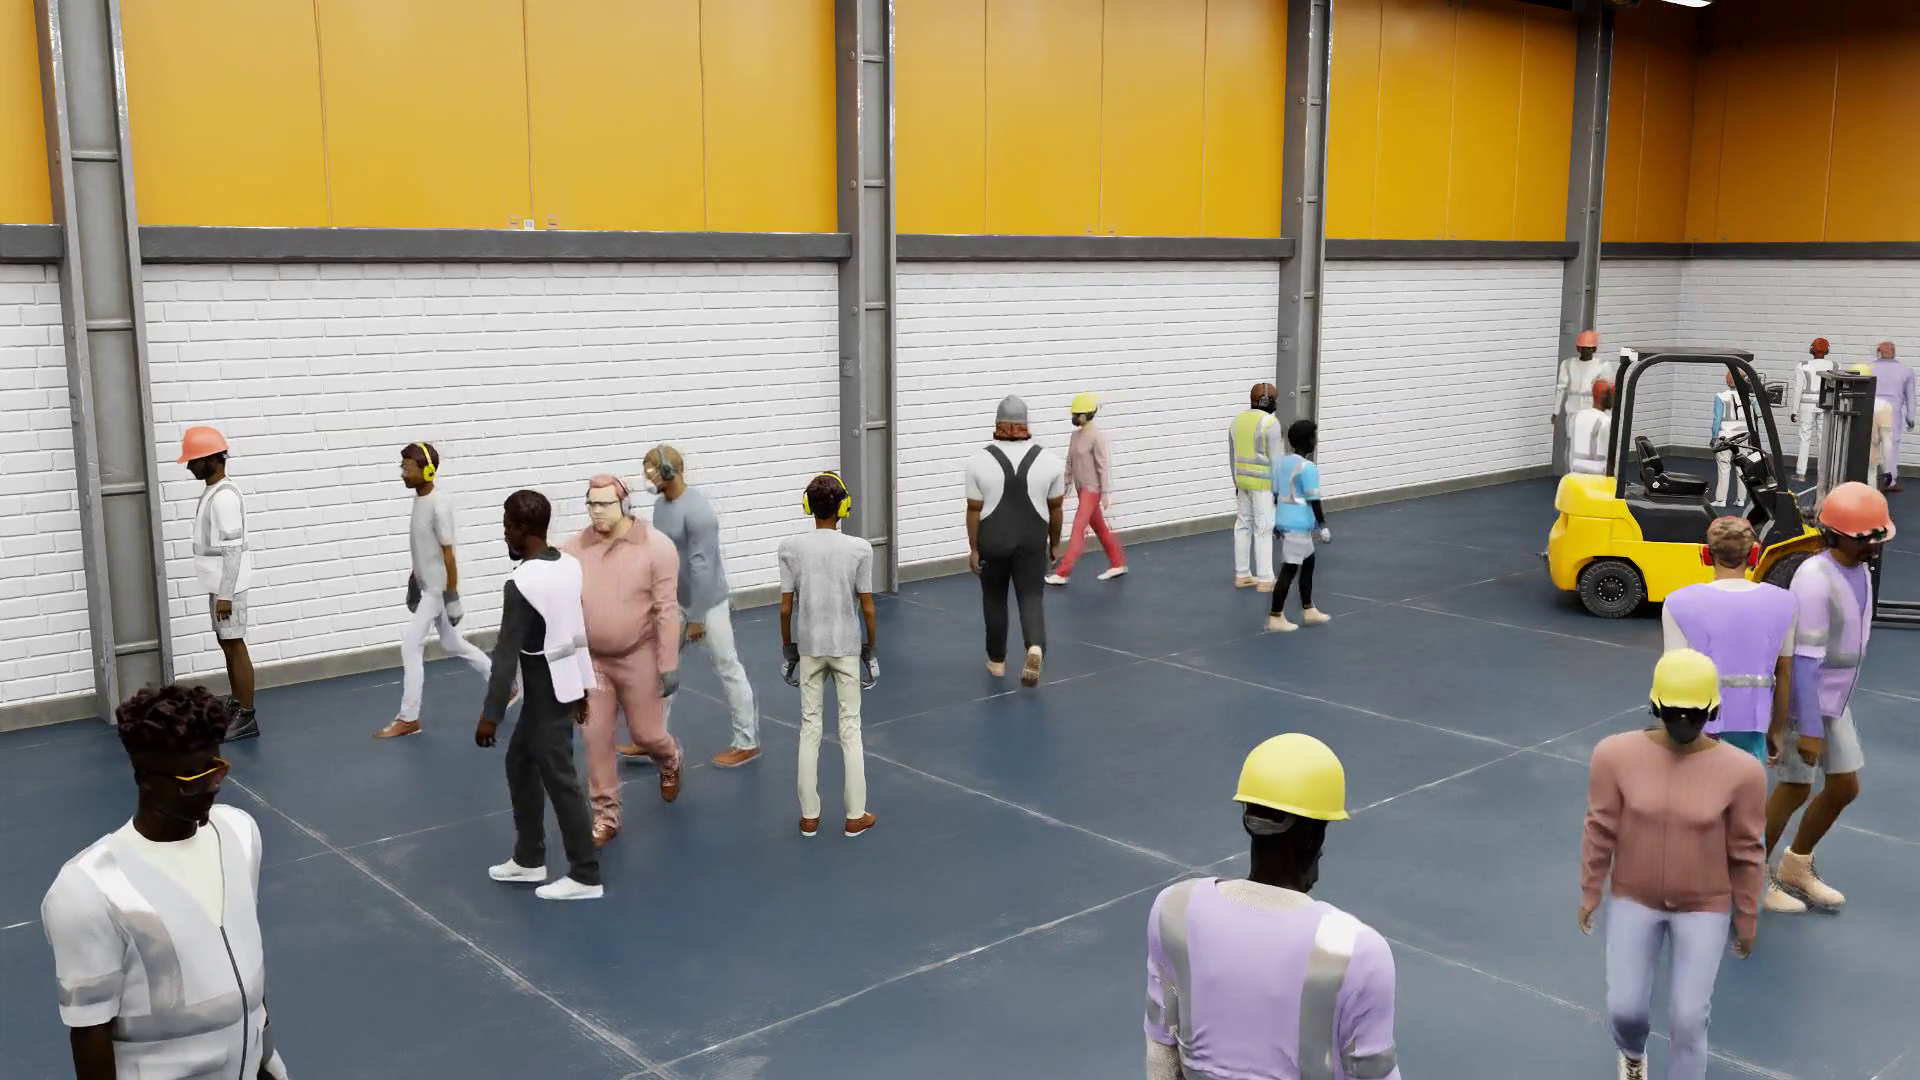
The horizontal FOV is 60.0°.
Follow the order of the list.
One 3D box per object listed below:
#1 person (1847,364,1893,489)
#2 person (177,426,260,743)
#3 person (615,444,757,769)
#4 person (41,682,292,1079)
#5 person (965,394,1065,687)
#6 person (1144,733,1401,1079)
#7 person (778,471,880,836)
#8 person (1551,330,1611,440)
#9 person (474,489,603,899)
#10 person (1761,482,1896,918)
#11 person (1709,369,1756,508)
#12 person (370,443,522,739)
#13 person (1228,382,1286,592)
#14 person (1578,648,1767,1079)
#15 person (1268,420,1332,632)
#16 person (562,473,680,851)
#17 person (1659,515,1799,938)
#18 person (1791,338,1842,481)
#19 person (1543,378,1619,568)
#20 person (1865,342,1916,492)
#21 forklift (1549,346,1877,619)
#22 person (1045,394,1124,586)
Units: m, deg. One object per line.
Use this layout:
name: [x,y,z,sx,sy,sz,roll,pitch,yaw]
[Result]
person: [8.763,-0.755,16.248,0.489,1.894,0.662,-9,13,-43]
person: [-4.503,0.265,10.110,0.366,1.931,0.542,-6,11,-30]
person: [-1.603,0.392,9.540,0.820,1.883,0.642,-7,12,-37]
person: [-1.846,1.295,3.982,0.367,1.964,0.603,3,10,15]
person: [0.375,-0.013,11.416,0.685,2.000,0.850,-1,10,-5]
person: [0.691,1.370,3.681,0.585,1.917,0.381,7,12,35]
person: [-0.660,0.580,8.441,0.513,1.872,0.328,1,10,4]
person: [7.767,-1.610,20.834,0.631,2.017,0.663,7,12,37]
person: [-1.982,0.716,7.563,0.743,1.890,0.613,1,10,4]
person: [3.738,0.713,7.281,0.624,1.994,0.617,-8,12,-38]
person: [9.030,-1.184,19.451,0.523,1.636,0.310,-1,10,-6]
person: [-3.186,0.292,10.296,0.929,1.829,0.538,-5,11,-28]
person: [2.644,-0.467,14.671,0.430,1.839,0.619,-6,11,-30]
person: [2.293,1.165,5.380,0.553,1.738,0.559,5,11,26]
person: [2.732,-0.102,13.019,0.712,1.673,0.542,-1,10,-8]
person: [-1.701,0.574,8.451,0.643,1.878,0.744,2,10,10]
person: [3.266,0.817,7.136,0.564,1.841,0.389,0,10,1]
person: [11.177,-1.698,21.743,0.574,1.883,0.356,2,10,9]
person: [5.630,-0.521,14.891,0.483,1.870,0.588,-2,10,-13]
person: [11.655,-1.563,21.039,0.749,1.855,0.880,4,11,25]
forklift: [6.109,-0.478,13.691,2.313,2.155,1.214,3,10,16]
person: [1.121,-0.454,14.947,0.932,1.714,0.546,-4,10,-21]
